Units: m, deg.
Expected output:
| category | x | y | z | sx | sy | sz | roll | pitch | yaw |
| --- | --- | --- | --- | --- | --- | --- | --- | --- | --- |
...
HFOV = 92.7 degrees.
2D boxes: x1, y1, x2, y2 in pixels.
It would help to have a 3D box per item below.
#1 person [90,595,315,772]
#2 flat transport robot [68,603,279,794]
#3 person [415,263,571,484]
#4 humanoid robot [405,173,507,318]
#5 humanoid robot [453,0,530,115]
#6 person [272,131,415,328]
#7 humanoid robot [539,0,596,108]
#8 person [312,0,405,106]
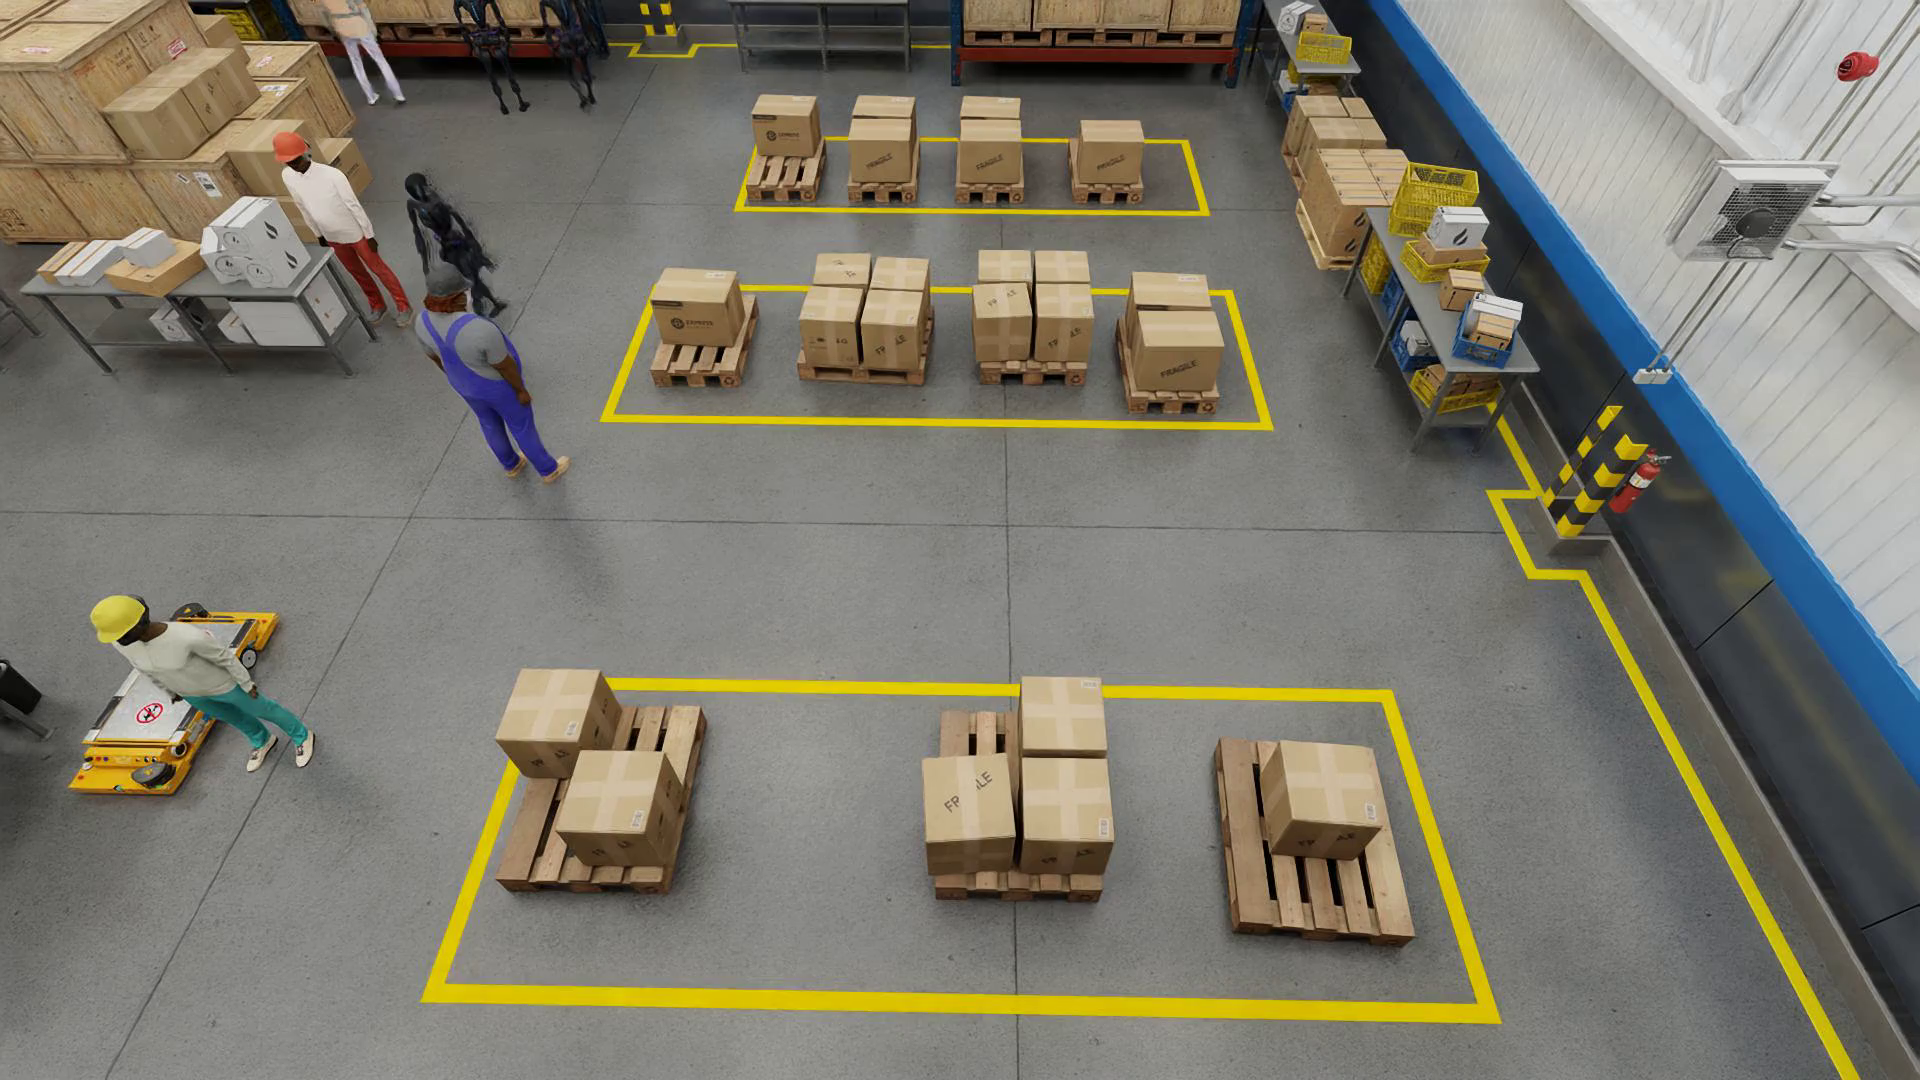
| category | x | y | z | sx | sy | sz | roll | pitch | yaw |
| --- | --- | --- | --- | --- | --- | --- | --- | --- | --- |
| person | -4.615 | 0.906 | 5.619 | 0.533 | 1.767 | 0.316 | -3 | 50 | -3 |
| flat transport robot | -5.504 | 1.072 | 6.442 | 0.652 | 0.197 | 1.431 | 1 | 50 | 1 |
| person | -3.735 | -1.293 | 7.302 | 0.681 | 2.000 | 0.537 | 12 | 51 | 10 |
| humanoid robot | -4.832 | -2.723 | 8.769 | 0.584 | 1.625 | 0.750 | 15 | 51 | 13 |
| humanoid robot | -6.097 | -6.416 | 11.866 | 0.601 | 1.652 | 0.328 | -12 | 51 | -10 |
| person | -5.868 | -2.910 | 8.708 | 0.617 | 1.987 | 0.402 | 3 | 50 | 3 |
| humanoid robot | -5.086 | -6.542 | 11.981 | 0.625 | 1.639 | 0.462 | -26 | 55 | -21 |
| person | -7.912 | -6.653 | 11.934 | 0.614 | 1.888 | 0.449 | -11 | 51 | -10 |
